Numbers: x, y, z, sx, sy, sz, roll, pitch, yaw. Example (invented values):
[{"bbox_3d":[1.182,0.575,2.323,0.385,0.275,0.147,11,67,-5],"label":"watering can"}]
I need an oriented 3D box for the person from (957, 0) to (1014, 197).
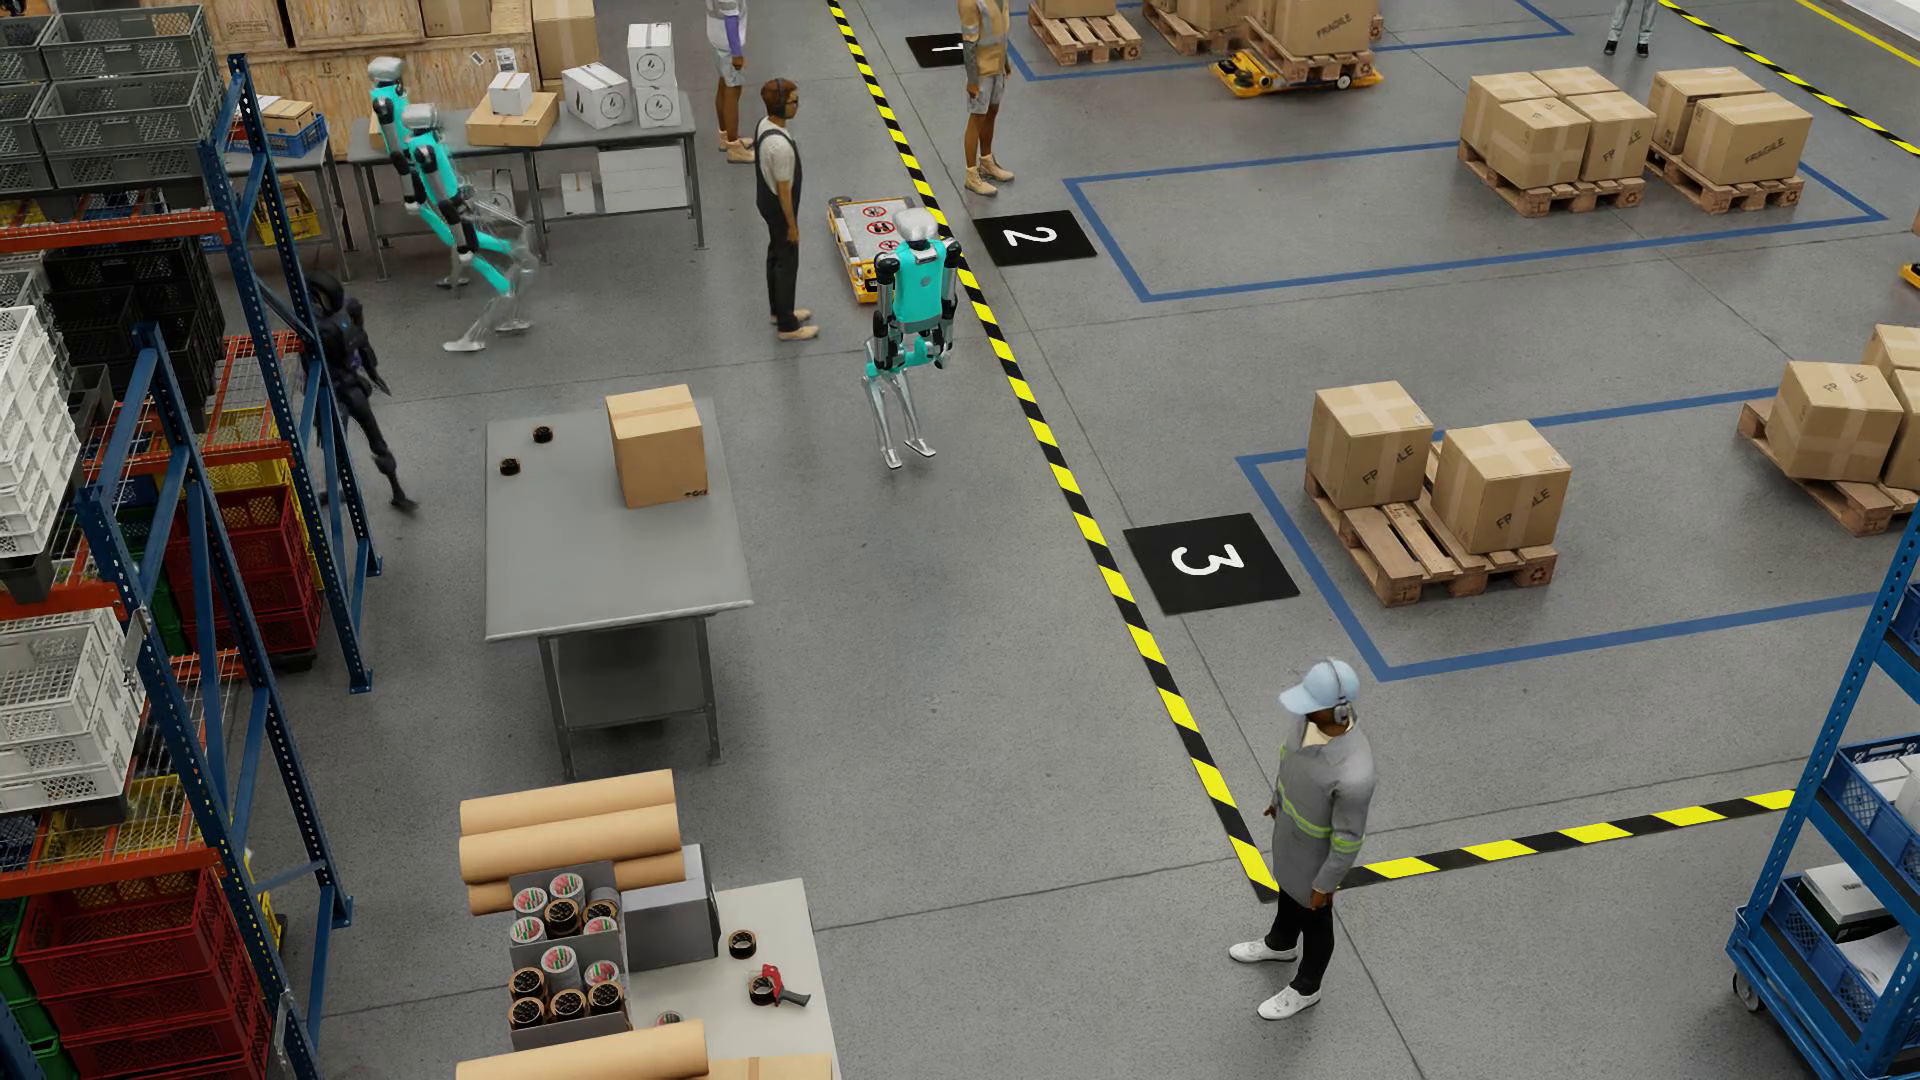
[{"bbox_3d":[0.226,-3.741,13.094,0.362,2.048,0.609,18,40,23],"label":"person"}]

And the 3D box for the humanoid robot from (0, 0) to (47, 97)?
[{"bbox_3d":[-7.409,-3.543,13.140,0.470,1.648,0.620,-7,37,-10],"label":"humanoid robot"}]

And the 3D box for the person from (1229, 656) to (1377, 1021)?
[{"bbox_3d":[1.371,1.183,6.638,0.383,1.852,0.588,-8,37,-10],"label":"person"}]

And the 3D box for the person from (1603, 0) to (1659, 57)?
[{"bbox_3d":[6.479,-5.447,15.573,0.590,1.821,0.404,11,38,15],"label":"person"}]

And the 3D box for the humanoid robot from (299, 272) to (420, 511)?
[{"bbox_3d":[-3.547,-0.852,9.554,0.683,1.612,0.606,11,38,14],"label":"humanoid robot"}]

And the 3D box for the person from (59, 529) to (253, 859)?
[{"bbox_3d":[-3.692,0.679,7.335,0.754,1.834,0.569,9,38,12],"label":"person"}]

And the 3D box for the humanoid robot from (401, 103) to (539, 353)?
[{"bbox_3d":[-3.188,-2.094,11.119,0.922,1.716,0.554,-11,38,-15],"label":"humanoid robot"}]

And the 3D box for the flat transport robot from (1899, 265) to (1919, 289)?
[{"bbox_3d":[7.725,-1.942,12.141,1.431,0.197,0.652,-8,37,-10],"label":"flat transport robot"}]

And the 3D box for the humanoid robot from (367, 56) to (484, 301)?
[{"bbox_3d":[-3.659,-2.490,11.733,0.689,1.869,0.542,-4,37,-6],"label":"humanoid robot"}]

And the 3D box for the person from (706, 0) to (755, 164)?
[{"bbox_3d":[-1.864,-4.107,13.590,0.395,2.043,0.607,-11,38,-15],"label":"person"}]

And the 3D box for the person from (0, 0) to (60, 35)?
[{"bbox_3d":[-7.943,-4.449,14.135,0.548,1.937,0.355,-19,41,-23],"label":"person"}]

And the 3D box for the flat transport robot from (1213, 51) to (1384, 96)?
[{"bbox_3d":[3.142,-4.382,15.420,1.431,0.197,0.652,-8,37,-10],"label":"flat transport robot"}]

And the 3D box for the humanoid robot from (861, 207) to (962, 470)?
[{"bbox_3d":[-0.361,-1.247,9.891,0.533,1.671,0.735,-19,41,-23],"label":"humanoid robot"}]

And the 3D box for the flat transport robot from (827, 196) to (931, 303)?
[{"bbox_3d":[-0.570,-2.220,12.538,0.659,0.231,1.431,-8,37,-10],"label":"flat transport robot"}]

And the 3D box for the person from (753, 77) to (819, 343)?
[{"bbox_3d":[-1.190,-2.218,11.225,0.348,1.841,0.501,-10,38,-14],"label":"person"}]
